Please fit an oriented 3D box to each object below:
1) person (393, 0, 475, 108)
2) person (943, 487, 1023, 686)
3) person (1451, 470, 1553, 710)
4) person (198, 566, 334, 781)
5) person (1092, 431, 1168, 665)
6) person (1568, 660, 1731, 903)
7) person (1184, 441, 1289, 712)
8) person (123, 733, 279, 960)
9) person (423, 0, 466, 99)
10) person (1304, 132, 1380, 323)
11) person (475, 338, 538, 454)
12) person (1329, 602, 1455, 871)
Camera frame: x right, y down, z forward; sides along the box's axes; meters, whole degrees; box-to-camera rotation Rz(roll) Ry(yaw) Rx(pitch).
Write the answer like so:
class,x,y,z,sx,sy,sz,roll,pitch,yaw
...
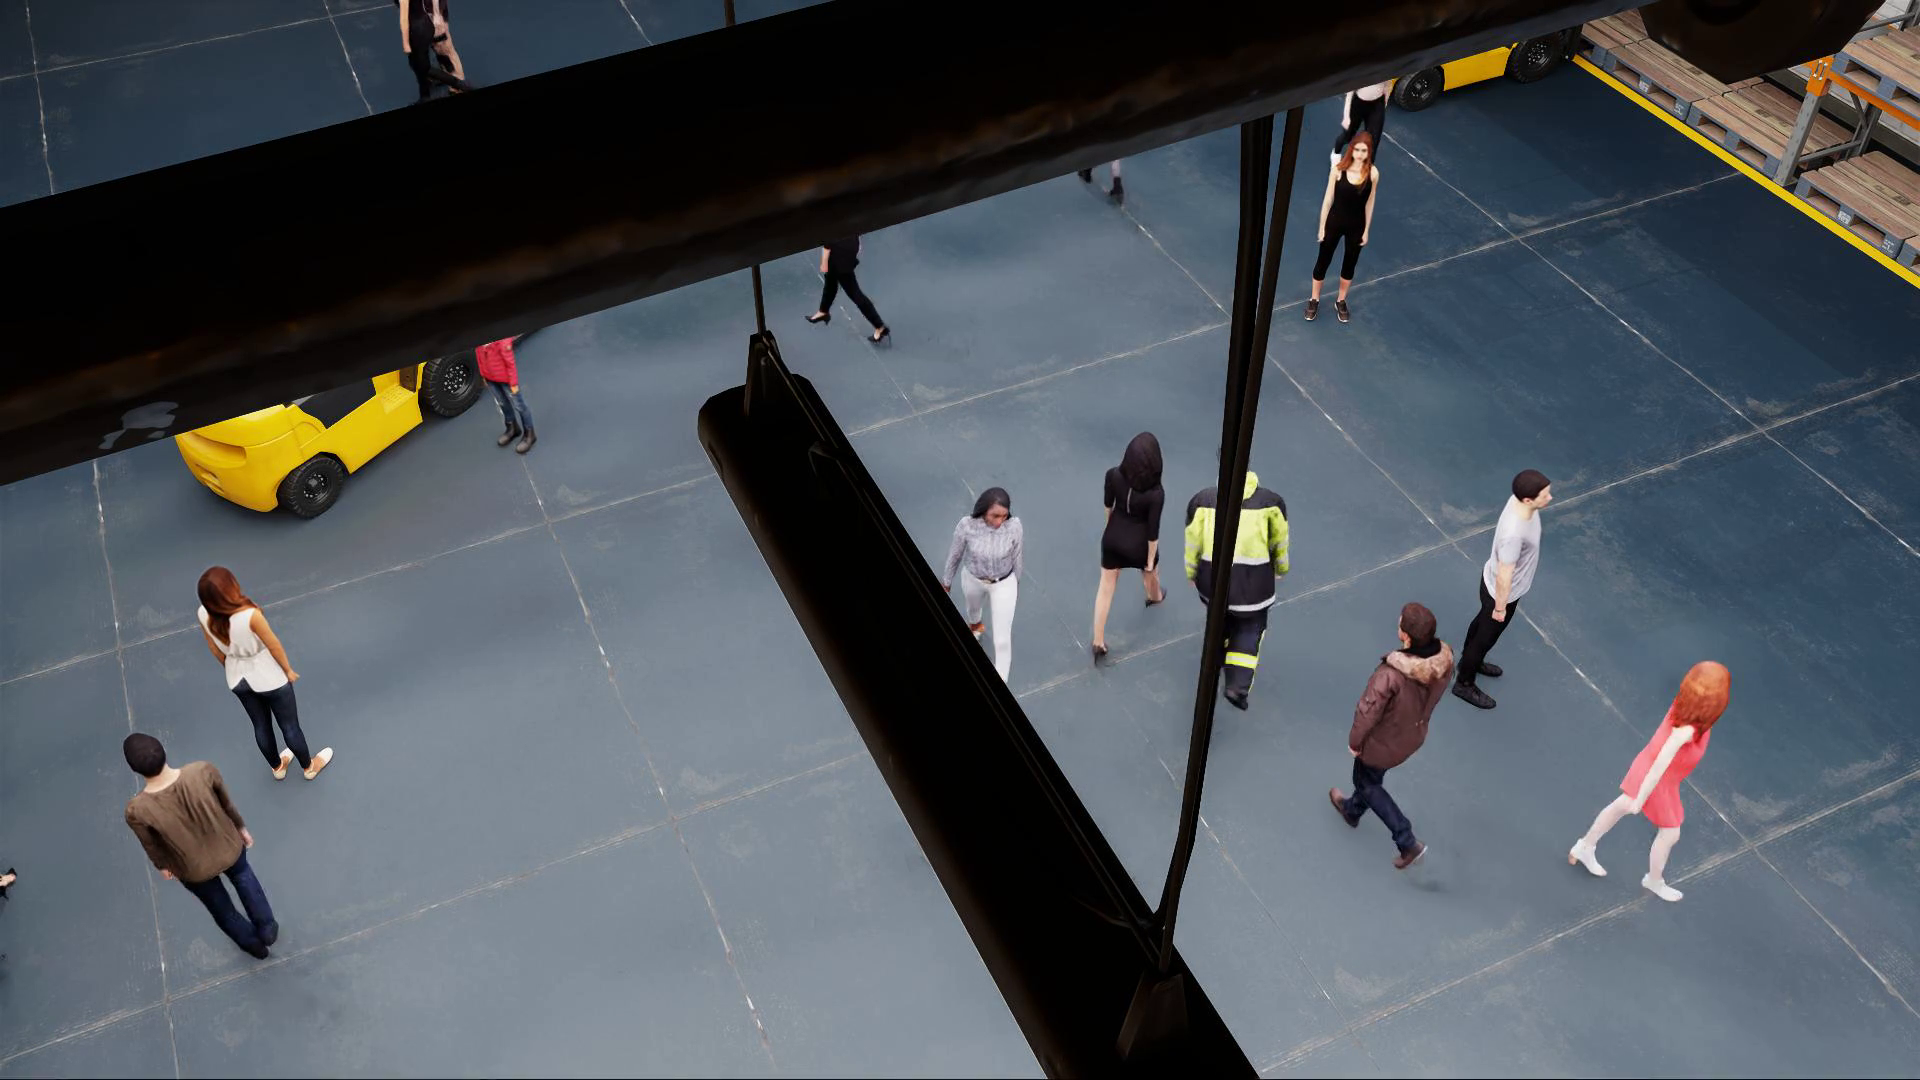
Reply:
class,x,y,z,sx,sy,sz,roll,pitch,yaw
person,-5.175,-4.883,16.128,0.923,1.663,1.002,3,44,3
person,0.177,0.241,10.741,1.106,1.673,1.238,10,45,10
person,3.438,0.278,10.565,0.788,1.864,0.733,15,46,15
person,-4.246,0.831,10.041,0.667,1.785,0.685,4,44,4
person,1.050,0.101,10.824,1.083,1.763,1.034,23,48,22
person,3.868,1.347,9.496,1.002,1.790,0.916,20,47,19
person,1.738,0.253,10.537,1.182,1.938,1.279,10,45,10
person,-4.054,1.734,9.029,0.727,1.875,0.740,34,53,30
person,-5.212,-5.261,16.395,0.773,1.841,0.571,-24,49,-24
person,3.169,-2.586,13.671,0.647,1.726,0.673,5,44,6
person,-3.445,-1.244,12.561,0.568,1.314,0.641,18,47,18
person,2.565,1.170,9.665,0.850,1.813,1.052,-25,49,-24
